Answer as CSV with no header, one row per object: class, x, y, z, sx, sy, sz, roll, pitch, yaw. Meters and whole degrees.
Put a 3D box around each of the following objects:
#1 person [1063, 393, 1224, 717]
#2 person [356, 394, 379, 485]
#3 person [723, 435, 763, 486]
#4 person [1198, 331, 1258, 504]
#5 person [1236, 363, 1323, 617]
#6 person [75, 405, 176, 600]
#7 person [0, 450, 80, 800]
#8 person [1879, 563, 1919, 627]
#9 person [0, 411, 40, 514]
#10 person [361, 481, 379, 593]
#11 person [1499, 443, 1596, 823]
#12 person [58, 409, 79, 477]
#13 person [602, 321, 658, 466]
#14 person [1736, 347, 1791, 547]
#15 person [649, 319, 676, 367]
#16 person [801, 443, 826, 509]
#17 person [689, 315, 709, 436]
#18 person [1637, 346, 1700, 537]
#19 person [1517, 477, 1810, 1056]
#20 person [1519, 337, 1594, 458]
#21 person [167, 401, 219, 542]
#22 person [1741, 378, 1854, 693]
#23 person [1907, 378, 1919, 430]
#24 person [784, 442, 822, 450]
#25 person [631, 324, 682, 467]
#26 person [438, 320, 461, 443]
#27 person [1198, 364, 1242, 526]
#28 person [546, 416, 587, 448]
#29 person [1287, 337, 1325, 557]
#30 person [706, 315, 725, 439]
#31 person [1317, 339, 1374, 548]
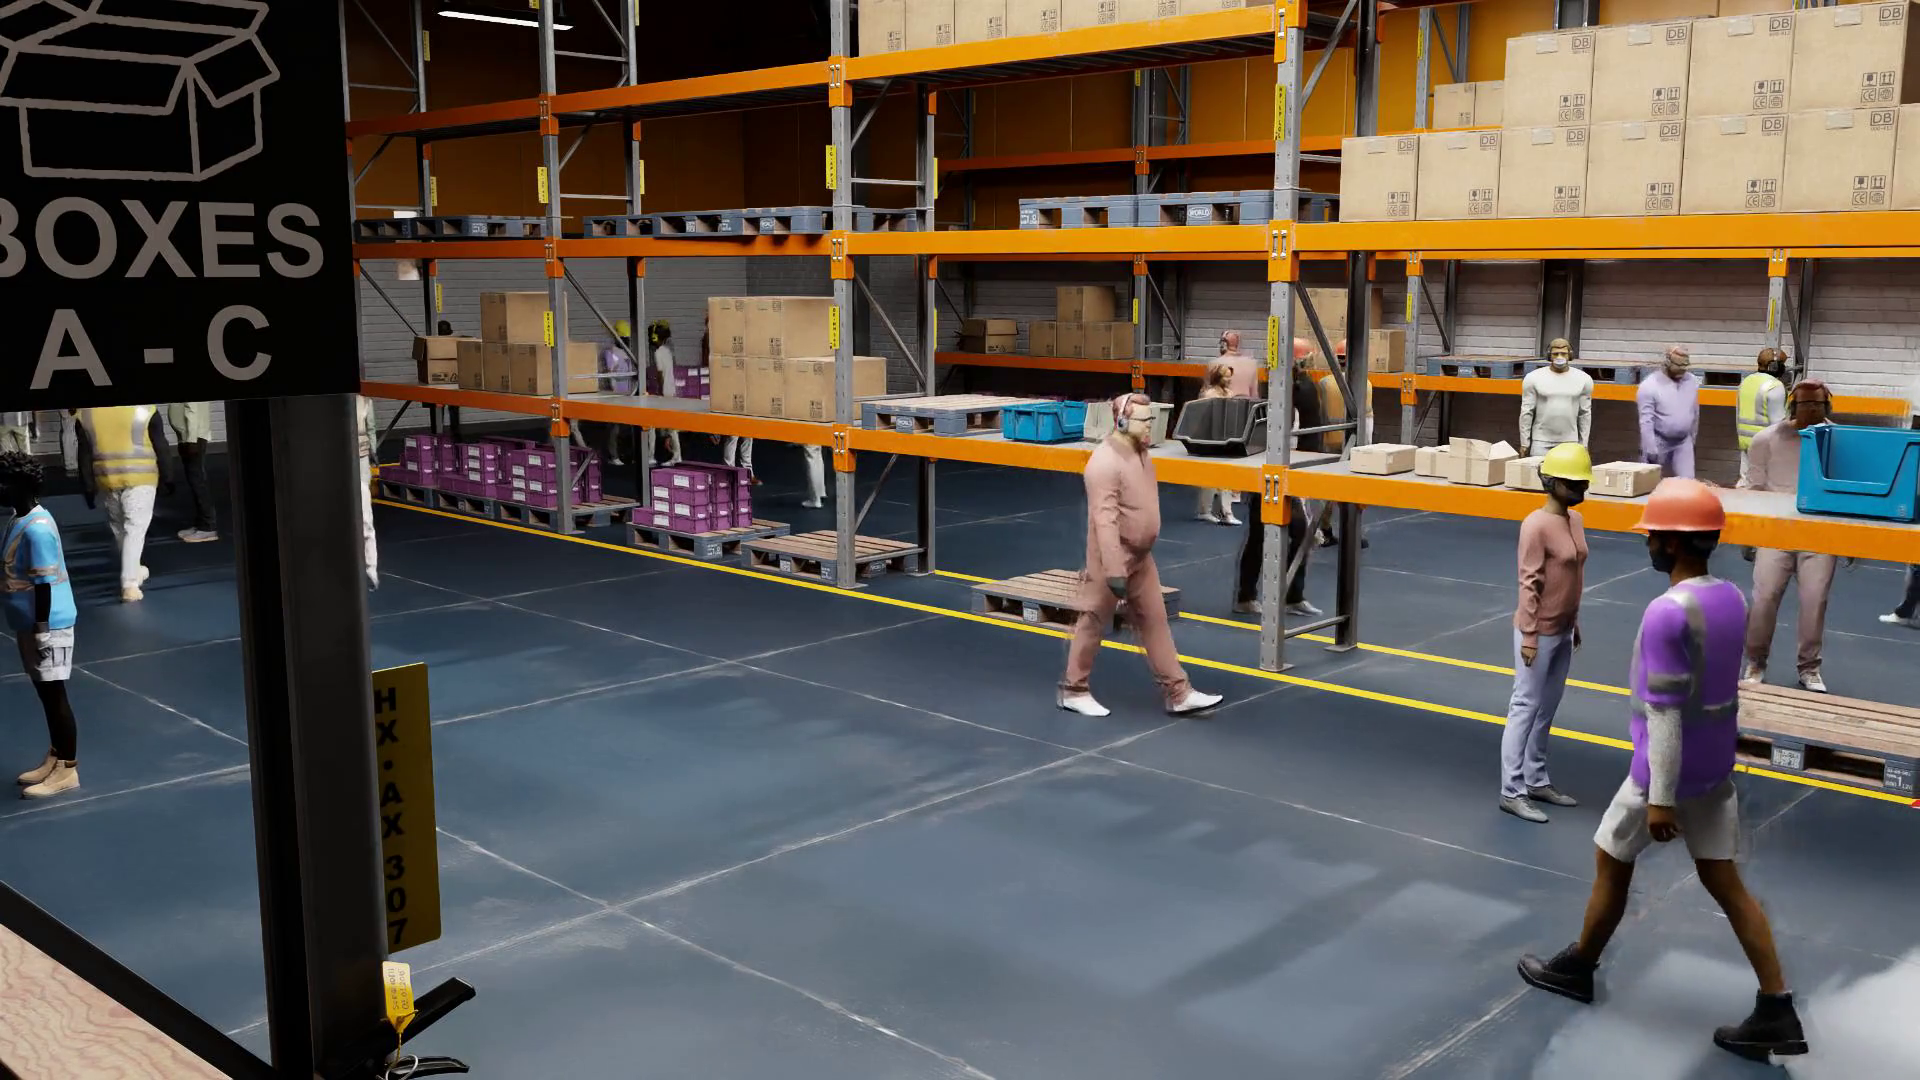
person,1.005,0.112,9.373,0.967,1.859,0.679,6,11,31
person,-5.728,-0.790,15.590,0.522,1.638,0.311,-7,12,-38
person,-2.570,-1.579,19.501,0.364,1.939,0.636,8,12,40
person,2.864,-1.349,18.299,0.657,1.875,0.863,-6,11,-33
person,2.370,-0.356,12.164,0.768,1.893,0.607,8,12,42
person,-6.528,-0.449,13.056,0.627,1.794,0.976,-1,9,-7
person,-4.490,0.405,8.106,0.320,1.694,0.534,-7,11,-36
person,6.912,-0.118,11.604,0.494,1.595,0.853,-3,10,-17
person,-10.022,-1.205,17.518,0.514,1.848,0.712,-6,11,-34
person,-3.665,0.183,9.697,0.501,1.611,0.694,-4,10,-25
person,2.771,0.422,7.769,0.328,1.765,0.532,9,13,43
person,-11.019,-1.723,20.564,0.355,1.883,0.575,-6,11,-33
person,-4.291,-1.869,21.449,0.872,1.883,0.595,6,11,34
person,7.427,-0.856,15.373,0.429,1.841,0.634,-1,9,-5
person,-4.785,-2.689,26.909,0.485,1.745,0.296,4,10,23
person,-1.620,-1.293,17.814,0.611,1.912,0.500,-8,12,-39
person,-3.771,-2.539,25.446,0.902,1.926,0.623,-4,10,-24
person,6.670,-0.885,15.545,0.680,1.844,0.971,-1,9,-9
person,2.408,0.731,5.518,0.564,1.888,1.008,-7,12,-36
person,5.480,-0.898,15.334,0.635,1.937,0.353,2,9,11
person,-7.268,-0.969,15.649,0.405,1.985,0.605,-6,11,-31
person,5.074,-0.023,10.067,0.650,1.906,0.402,3,10,19
person,8.950,-0.869,15.130,0.800,1.935,0.633,9,13,43
person,-2.216,-2.291,23.713,0.838,2.001,0.602,-9,13,-43
person,-3.954,-1.853,21.478,0.764,1.841,0.545,1,9,8
person,-7.193,-2.147,23.275,0.515,1.844,0.332,2,9,10
person,2.666,-0.948,16.646,0.696,1.611,0.518,6,11,34
person,-5.116,-1.739,21.510,0.824,1.599,0.520,8,12,40
person,2.852,-0.743,14.242,0.435,1.977,0.655,2,9,12
person,-3.525,-2.425,24.773,0.543,1.914,0.660,4,10,21
person,3.529,-0.882,15.234,0.553,1.935,0.363,7,12,38
